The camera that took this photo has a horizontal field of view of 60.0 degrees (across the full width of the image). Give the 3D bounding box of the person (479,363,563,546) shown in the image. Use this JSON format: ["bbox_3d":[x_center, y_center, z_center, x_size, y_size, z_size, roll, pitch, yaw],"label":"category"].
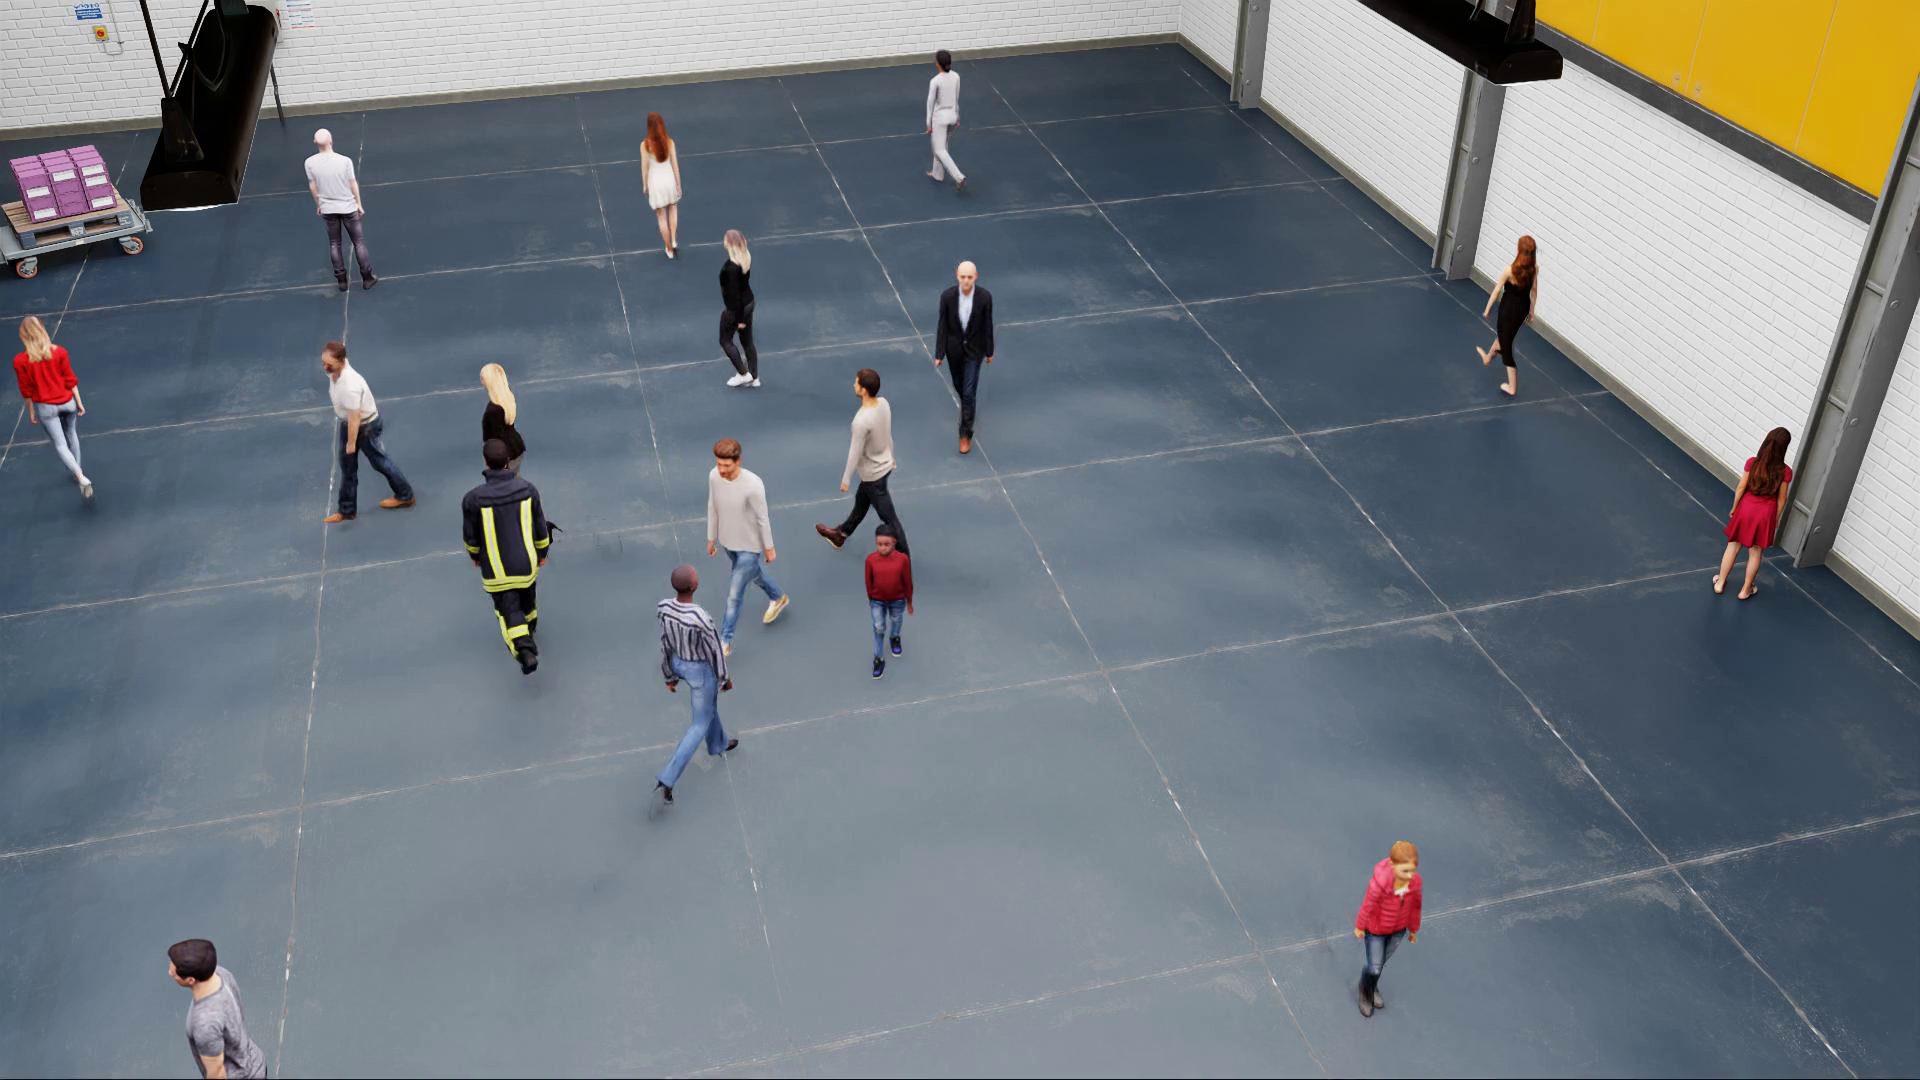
[{"bbox_3d":[-3.655,-0.638,13.816,0.770,1.831,0.766,0,34,0],"label":"person"}]

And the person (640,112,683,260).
[{"bbox_3d":[-3.392,-4.025,19.029,0.580,1.701,0.626,-9,35,-14],"label":"person"}]

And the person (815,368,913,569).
[{"bbox_3d":[-0.620,-0.524,13.652,1.152,1.821,1.190,11,35,17],"label":"person"}]

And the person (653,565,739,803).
[{"bbox_3d":[-1.861,1.003,11.411,1.139,1.760,1.118,23,40,30],"label":"person"}]

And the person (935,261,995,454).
[{"bbox_3d":[0.046,-1.812,15.634,1.014,1.773,1.309,4,34,7],"label":"person"}]

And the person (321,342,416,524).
[{"bbox_3d":[-5.103,-0.984,14.371,1.054,1.793,1.122,-16,37,-23],"label":"person"}]

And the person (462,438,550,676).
[{"bbox_3d":[-3.397,0.154,12.563,0.961,1.899,1.251,-17,37,-24],"label":"person"}]

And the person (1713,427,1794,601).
[{"bbox_3d":[6.433,-0.223,13.441,0.680,1.554,0.740,19,38,26],"label":"person"}]

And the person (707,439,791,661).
[{"bbox_3d":[-1.626,-0.011,12.857,1.217,1.848,1.209,21,39,29],"label":"person"}]

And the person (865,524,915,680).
[{"bbox_3d":[-0.546,0.389,12.812,0.621,1.231,0.844,-2,34,-3],"label":"person"}]

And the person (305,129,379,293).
[{"bbox_3d":[-6.843,-3.639,18.328,0.680,1.832,0.620,-4,34,-6],"label":"person"}]

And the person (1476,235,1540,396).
[{"bbox_3d":[5.471,-2.169,16.344,0.612,1.582,1.043,-10,35,-14],"label":"person"}]

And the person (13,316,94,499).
[{"bbox_3d":[-7.988,-1.142,14.712,0.891,1.678,1.129,-24,40,-31],"label":"person"}]

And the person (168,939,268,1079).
[{"bbox_3d":[-3.747,2.779,8.645,0.718,1.863,0.496,-8,34,-11],"label":"person"}]

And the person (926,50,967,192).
[{"bbox_3d":[-0.156,-5.232,20.837,0.931,1.709,1.168,-26,41,-33],"label":"person"}]

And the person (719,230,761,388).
[{"bbox_3d":[-2.087,-2.252,16.388,0.781,1.671,0.692,10,35,14],"label":"person"}]

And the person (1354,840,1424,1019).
[{"bbox_3d":[2.513,2.256,9.933,0.520,1.308,0.508,-7,34,-11],"label":"person"}]
